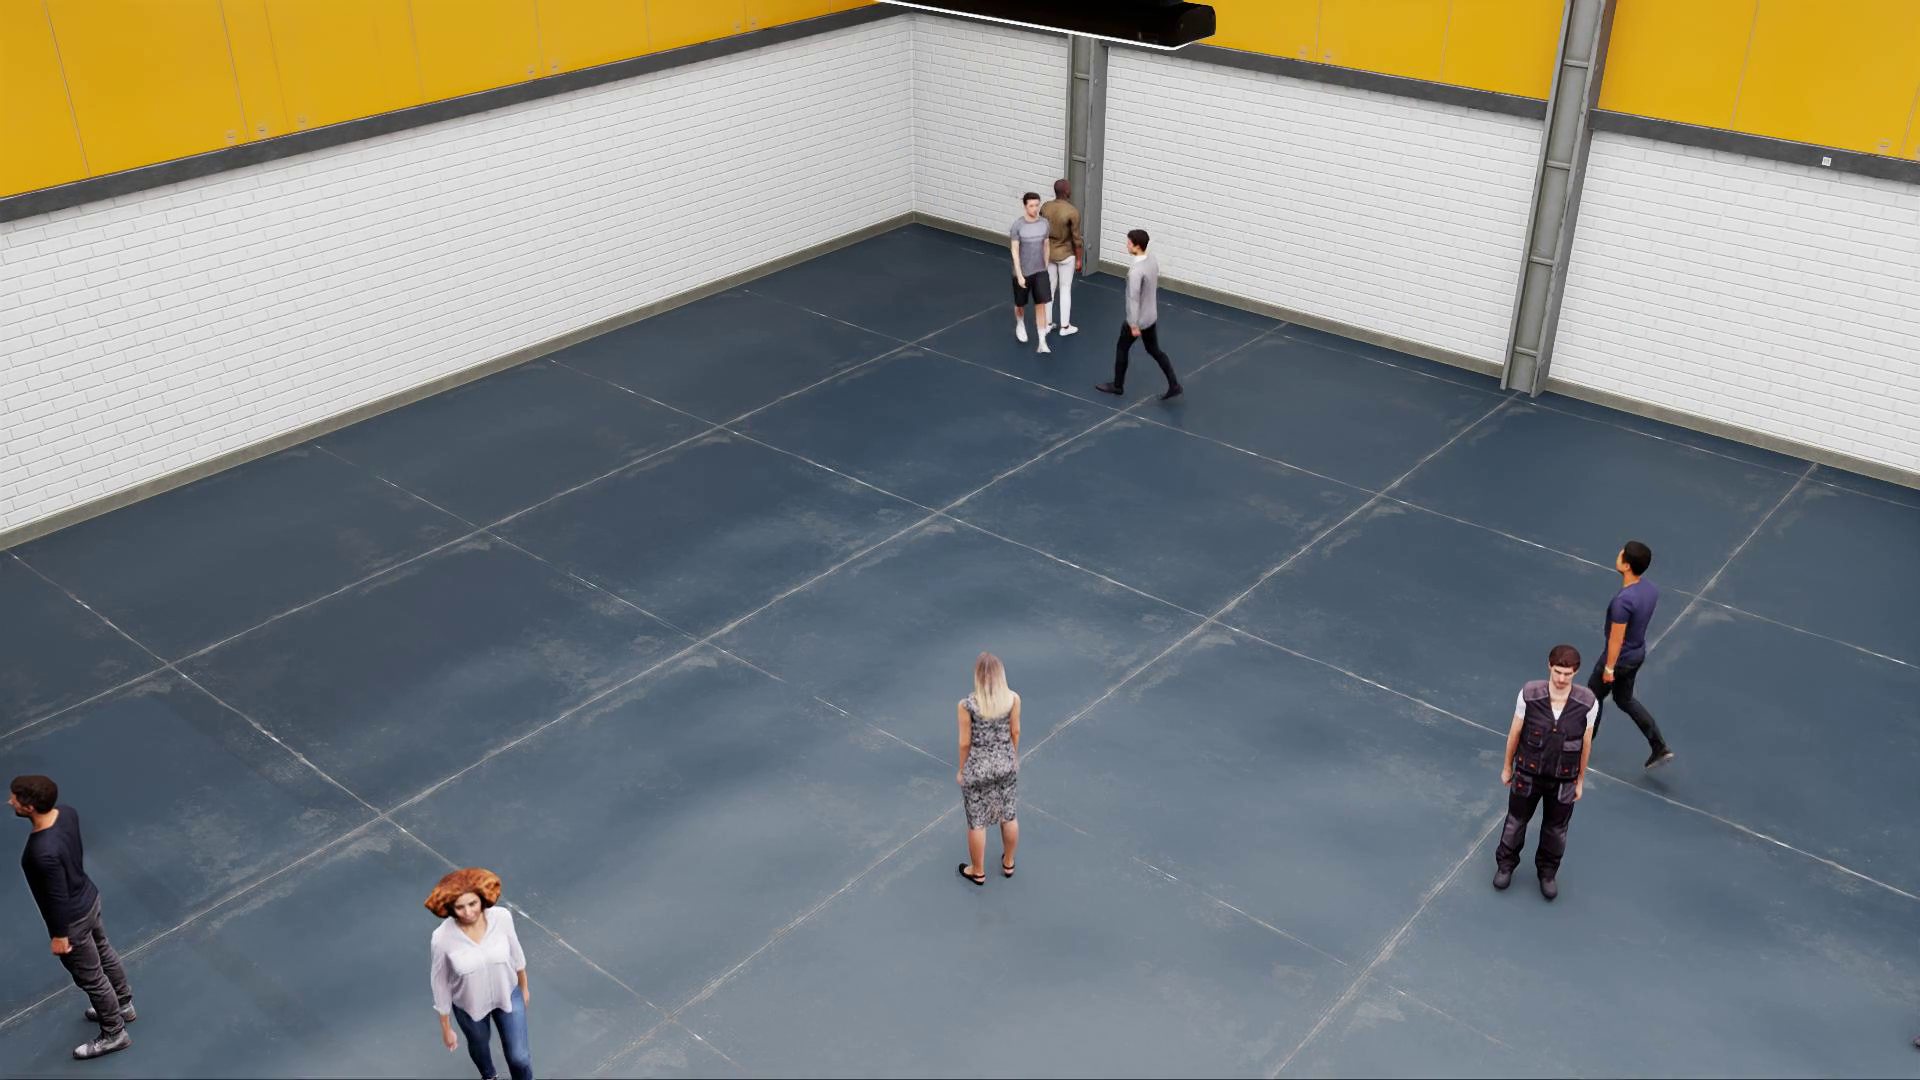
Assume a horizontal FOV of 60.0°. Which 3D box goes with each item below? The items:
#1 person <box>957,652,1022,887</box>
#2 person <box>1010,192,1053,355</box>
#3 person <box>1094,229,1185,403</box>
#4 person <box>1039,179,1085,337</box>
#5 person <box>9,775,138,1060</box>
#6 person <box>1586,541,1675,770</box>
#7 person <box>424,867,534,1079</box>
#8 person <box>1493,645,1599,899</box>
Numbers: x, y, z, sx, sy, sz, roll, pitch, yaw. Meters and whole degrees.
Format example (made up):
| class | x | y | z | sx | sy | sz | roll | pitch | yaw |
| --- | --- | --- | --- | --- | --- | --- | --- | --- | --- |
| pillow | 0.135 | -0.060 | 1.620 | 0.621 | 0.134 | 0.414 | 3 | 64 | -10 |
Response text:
| class | x | y | z | sx | sy | sz | roll | pitch | yaw |
| --- | --- | --- | --- | --- | --- | --- | --- | --- | --- |
| person | 0.187 | 1.474 | 10.653 | 0.641 | 1.704 | 0.665 | -8 | 30 | -14 |
| person | 0.752 | -3.053 | 18.823 | 1.137 | 1.827 | 1.279 | -7 | 29 | -12 |
| person | 1.987 | -2.337 | 17.414 | 1.269 | 1.920 | 0.861 | 18 | 33 | 30 |
| person | 1.148 | -3.273 | 19.229 | 0.535 | 1.824 | 0.812 | 17 | 33 | 28 |
| person | -4.982 | 2.087 | 9.354 | 0.773 | 1.871 | 0.686 | -6 | 29 | -11 |
| person | 4.732 | 0.871 | 11.692 | 0.730 | 1.767 | 1.086 | -24 | 37 | -37 |
| person | -2.572 | 2.403 | 8.968 | 0.899 | 1.685 | 1.038 | -11 | 31 | -20 |
| person | 3.725 | 1.446 | 10.554 | 0.650 | 1.846 | 0.787 | 8 | 30 | 15 |
